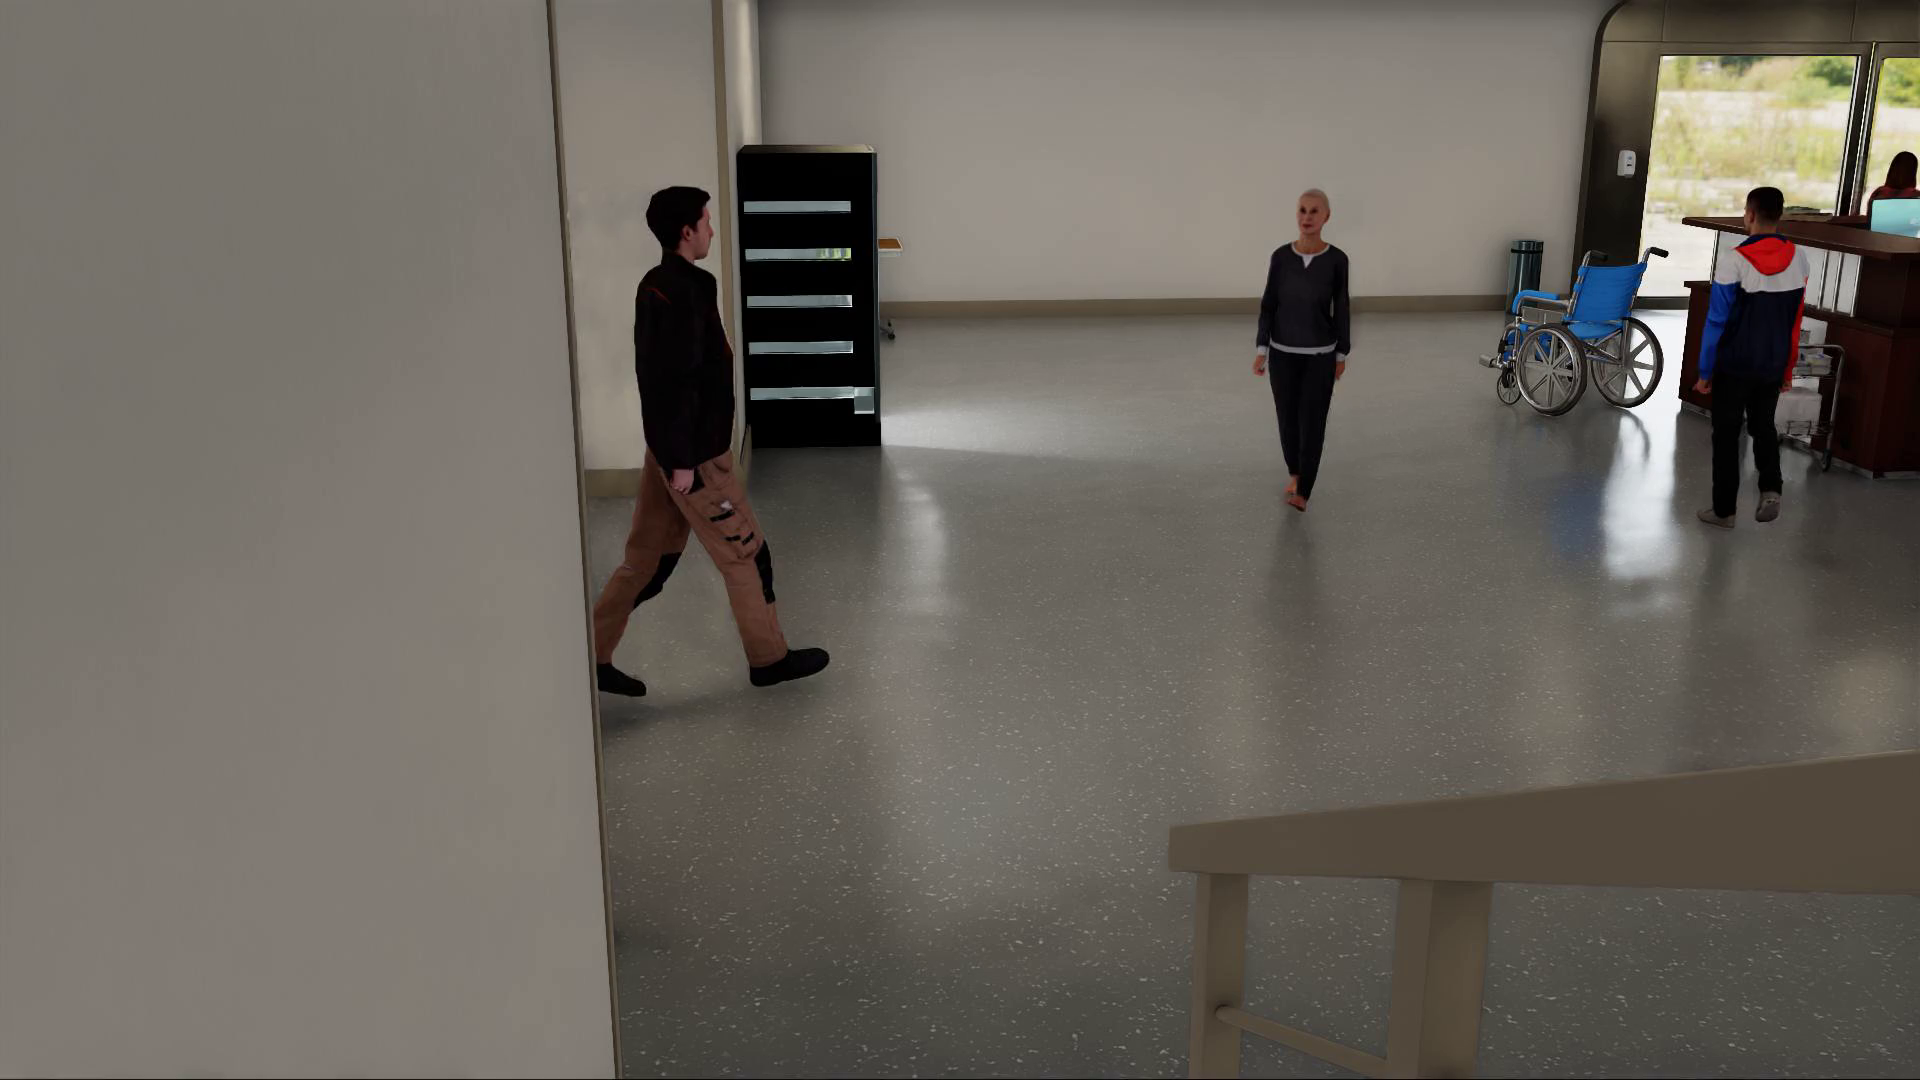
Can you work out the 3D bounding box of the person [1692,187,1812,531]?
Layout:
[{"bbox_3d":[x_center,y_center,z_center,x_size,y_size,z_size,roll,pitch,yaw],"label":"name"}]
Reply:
[{"bbox_3d":[4.031,-0.880,8.390,0.633,1.750,0.712,-1,16,-4],"label":"person"}]

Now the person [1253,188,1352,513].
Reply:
[{"bbox_3d":[1.871,-1.025,9.018,0.942,1.687,1.153,7,17,23],"label":"person"}]

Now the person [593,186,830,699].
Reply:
[{"bbox_3d":[-1.078,-0.288,6.045,1.087,1.883,1.293,-8,18,-26],"label":"person"}]

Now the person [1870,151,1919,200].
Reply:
[{"bbox_3d":[7.369,-2.224,13.295,0.947,1.675,0.915,-15,22,-42],"label":"person"}]
